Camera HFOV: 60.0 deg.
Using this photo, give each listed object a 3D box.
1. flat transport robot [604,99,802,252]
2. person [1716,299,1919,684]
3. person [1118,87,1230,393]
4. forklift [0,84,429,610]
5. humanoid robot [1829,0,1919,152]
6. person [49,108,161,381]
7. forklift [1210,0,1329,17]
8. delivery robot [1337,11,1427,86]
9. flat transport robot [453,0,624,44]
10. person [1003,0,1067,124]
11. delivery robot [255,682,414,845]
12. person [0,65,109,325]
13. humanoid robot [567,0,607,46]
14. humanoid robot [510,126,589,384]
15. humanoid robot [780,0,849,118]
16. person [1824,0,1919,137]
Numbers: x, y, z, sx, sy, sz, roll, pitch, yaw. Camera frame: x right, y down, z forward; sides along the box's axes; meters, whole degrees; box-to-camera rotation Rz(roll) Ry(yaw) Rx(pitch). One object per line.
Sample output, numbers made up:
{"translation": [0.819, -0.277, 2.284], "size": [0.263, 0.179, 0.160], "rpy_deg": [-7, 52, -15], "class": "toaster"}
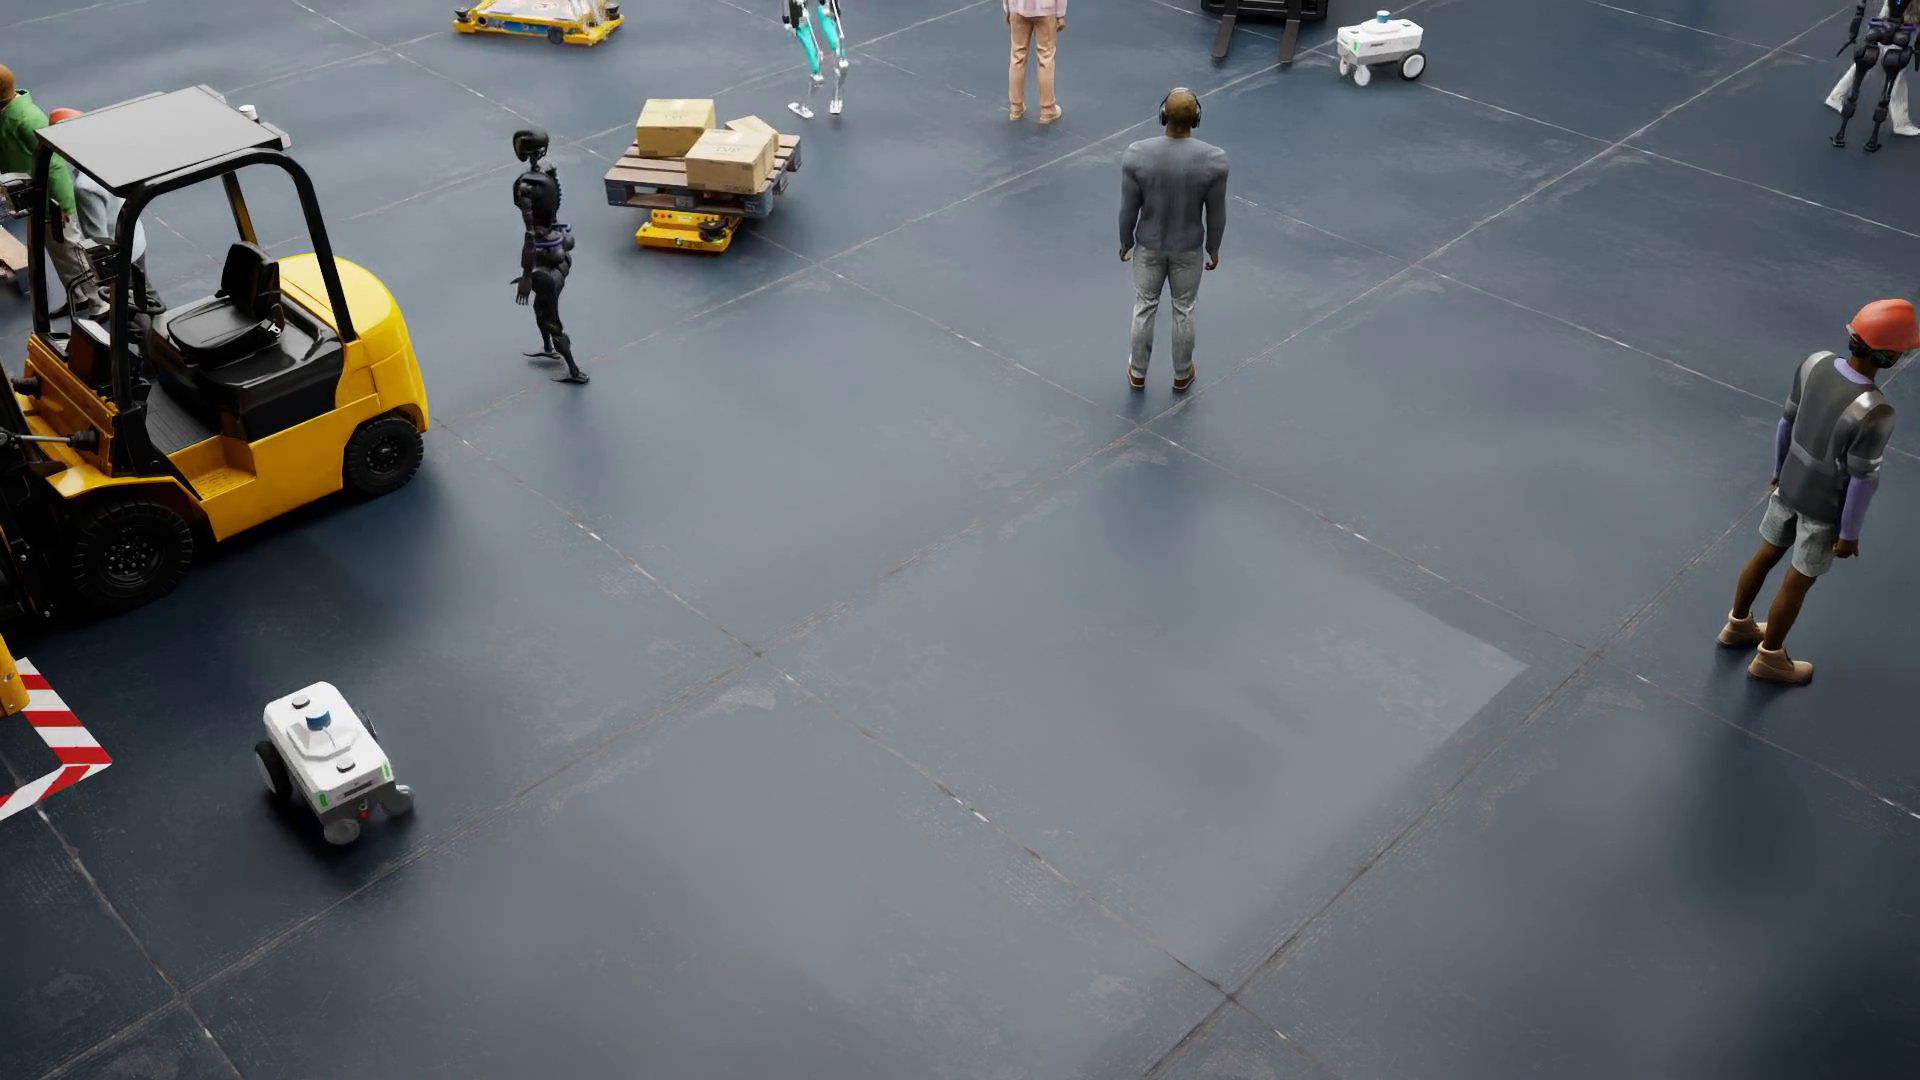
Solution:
{"translation": [-1.884, -2.572, 12.439], "size": [0.659, 0.231, 1.431], "rpy_deg": [7, 37, 9], "class": "flat transport robot"}
{"translation": [4.043, -0.219, 7.811], "size": [0.370, 2.042, 0.613], "rpy_deg": [-7, 37, -9], "class": "person"}
{"translation": [1.258, -1.771, 9.975], "size": [0.634, 1.937, 0.360], "rpy_deg": [5, 37, 7], "class": "person"}
{"translation": [-4.145, -1.093, 8.856], "size": [2.313, 2.155, 1.214], "rpy_deg": [-31, 47, -34], "class": "forklift"}
{"translation": [7.237, -3.896, 13.023], "size": [0.599, 1.657, 0.315], "rpy_deg": [17, 40, 22], "class": "humanoid robot"}
{"translation": [-5.184, -1.802, 10.179], "size": [0.351, 1.740, 0.571], "rpy_deg": [-4, 37, -5], "class": "person"}
{"translation": [3.106, -6.400, 15.960], "size": [1.214, 2.155, 2.313], "rpy_deg": [8, 37, 10], "class": "forklift"}
{"translation": [3.673, -4.313, 14.525], "size": [0.743, 0.587, 0.525], "rpy_deg": [-12, 38, -15], "class": "delivery robot"}
{"translation": [-3.934, -4.882, 15.532], "size": [1.431, 0.231, 0.659], "rpy_deg": [9, 38, 12], "class": "flat transport robot"}
{"translation": [0.595, -4.247, 13.416], "size": [0.536, 1.781, 0.400], "rpy_deg": [11, 38, 15], "class": "person"}
{"translation": [-2.820, 0.963, 7.471], "size": [0.530, 0.598, 0.769], "rpy_deg": [-25, 44, -30], "class": "delivery robot"}
{"translation": [-5.886, -2.195, 10.672], "size": [0.550, 1.781, 0.383], "rpy_deg": [26, 44, 30], "class": "person"}
{"translation": [-3.377, -5.267, 14.861], "size": [0.553, 1.817, 0.730], "rpy_deg": [-24, 43, -29], "class": "humanoid robot"}
{"translation": [-2.594, -1.705, 10.114], "size": [0.485, 1.644, 0.603], "rpy_deg": [2, 37, 3], "class": "humanoid robot"}
{"translation": [-1.120, -4.192, 13.386], "size": [0.546, 1.744, 0.868], "rpy_deg": [-19, 41, -23], "class": "humanoid robot"}
{"translation": [7.571, -4.100, 13.377], "size": [0.506, 1.581, 0.890], "rpy_deg": [-28, 45, -32], "class": "person"}
